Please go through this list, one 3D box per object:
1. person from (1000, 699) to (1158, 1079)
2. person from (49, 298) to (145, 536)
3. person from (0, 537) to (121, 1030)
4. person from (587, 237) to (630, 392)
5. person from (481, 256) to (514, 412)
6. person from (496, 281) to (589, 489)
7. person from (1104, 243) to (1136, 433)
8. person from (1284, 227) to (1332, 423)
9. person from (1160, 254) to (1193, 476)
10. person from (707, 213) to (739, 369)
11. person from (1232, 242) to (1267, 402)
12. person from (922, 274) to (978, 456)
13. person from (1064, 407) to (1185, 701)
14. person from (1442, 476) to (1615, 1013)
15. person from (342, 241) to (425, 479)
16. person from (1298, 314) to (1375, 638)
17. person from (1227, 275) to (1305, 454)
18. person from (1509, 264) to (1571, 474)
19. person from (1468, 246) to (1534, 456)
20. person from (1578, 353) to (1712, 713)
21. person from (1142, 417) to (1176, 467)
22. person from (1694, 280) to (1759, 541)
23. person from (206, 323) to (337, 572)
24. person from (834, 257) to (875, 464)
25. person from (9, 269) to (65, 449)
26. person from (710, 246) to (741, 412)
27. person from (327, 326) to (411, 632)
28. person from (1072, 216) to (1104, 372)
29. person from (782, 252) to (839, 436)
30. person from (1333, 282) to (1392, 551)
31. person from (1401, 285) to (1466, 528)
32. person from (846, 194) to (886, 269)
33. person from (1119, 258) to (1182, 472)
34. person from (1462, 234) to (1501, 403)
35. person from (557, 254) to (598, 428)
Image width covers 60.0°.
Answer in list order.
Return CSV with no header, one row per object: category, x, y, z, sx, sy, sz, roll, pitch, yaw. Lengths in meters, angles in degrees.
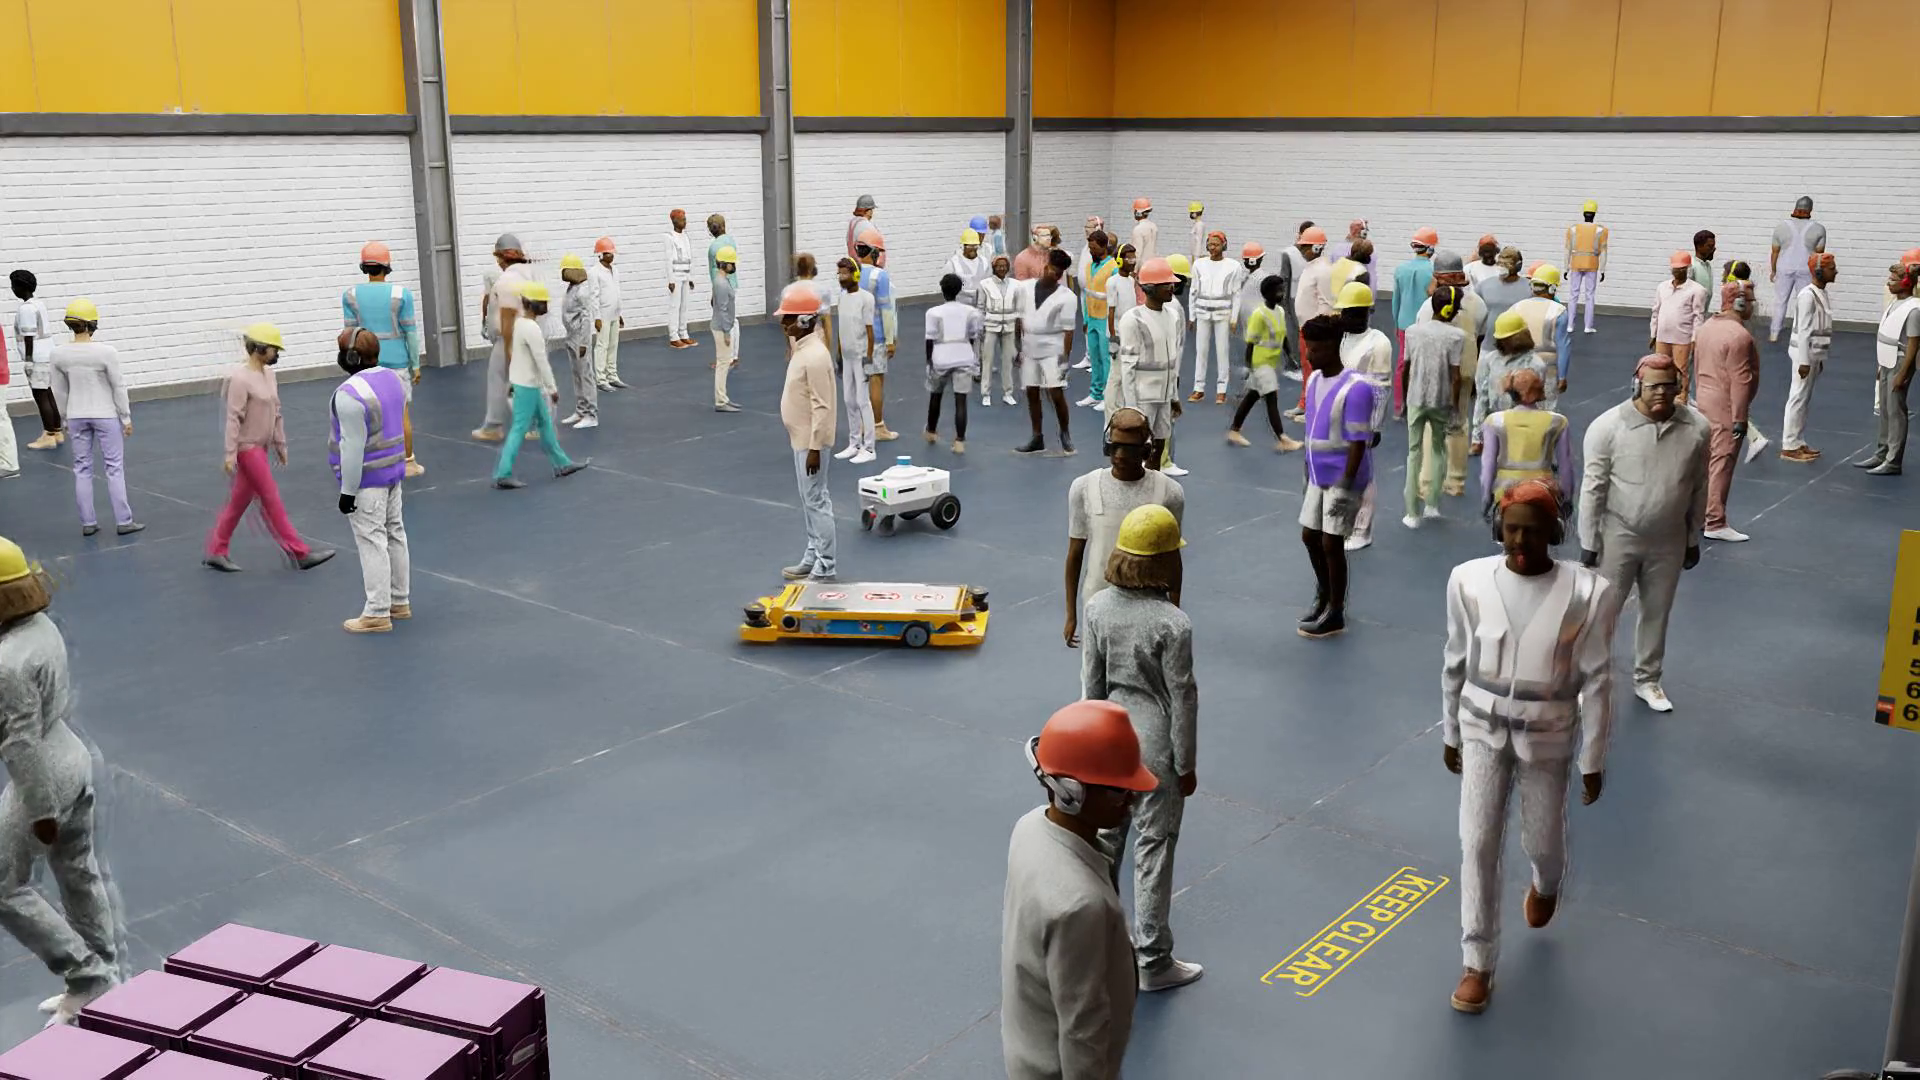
person,0.271,1.210,3.928,0.339,1.748,0.564,-2,14,-8
person,-6.414,-0.901,12.332,0.525,1.769,0.308,-1,14,-2
person,-3.081,0.817,5.548,0.394,1.731,0.499,-3,14,-13
person,-4.041,-2.591,19.108,0.325,1.752,0.563,5,15,18
person,-4.811,-2.290,17.759,0.526,1.832,0.855,-8,16,-29
person,-3.562,-1.311,14.053,0.929,1.723,0.540,-7,16,-26
person,1.615,-1.989,16.468,0.328,1.872,0.509,8,16,28
person,3.594,-2.201,17.059,0.379,1.996,0.608,-1,14,-5
person,1.813,-1.527,14.524,0.391,1.918,0.589,-2,14,-8
person,-2.968,-3.102,20.791,0.373,1.934,0.627,3,14,10
person,3.215,-2.402,18.366,0.330,1.747,0.562,0,14,1
person,-0.096,-1.654,15.557,0.537,1.648,0.890,-3,14,-13
person,0.715,0.322,7.289,0.516,1.842,0.324,1,14,6
person,1.984,0.675,5.847,0.587,1.864,0.780,8,16,30
person,-4.933,-1.528,14.269,0.607,2.048,0.370,-1,14,-4
person,2.191,-0.363,9.863,0.448,1.942,0.638,-5,15,-20
person,2.869,-1.648,15.540,0.860,1.649,0.546,9,16,31
person,5.066,-1.488,14.547,0.404,1.831,0.588,-11,18,-37
person,4.969,-1.714,15.236,0.629,1.937,0.373,6,15,22
person,3.509,-0.021,8.565,0.649,1.896,0.401,0,14,2
person,1.755,-1.393,14.568,0.281,1.633,0.500,-3,14,-10
person,5.648,-0.955,12.265,0.409,1.907,0.640,-1,14,-2
person,-4.778,-0.613,11.317,0.925,1.691,0.580,0,14,0
person,-0.962,-1.627,15.061,0.345,1.857,0.516,-12,18,-39
person,-8.725,-1.710,15.726,0.319,1.688,0.538,-4,15,-16
person,-2.485,-2.235,17.685,0.345,1.758,0.532,-2,14,-9
person,-3.568,-0.366,10.035,0.429,1.846,0.626,2,14,8
person,1.650,-3.039,20.591,0.407,1.908,0.642,-6,15,-23
person,-1.421,-1.855,16.027,0.515,1.818,0.749,3,14,11
person,2.819,-0.886,11.944,0.388,1.927,0.589,-8,16,-29
person,3.571,-1.011,12.629,0.467,1.844,0.543,5,15,21
person,-1.330,-3.925,23.860,0.536,2.000,0.682,-7,16,-26
person,1.451,-1.088,12.509,0.361,2.048,0.611,14,19,43
person,5.808,-2.475,18.469,0.608,1.855,0.852,0,14,1
person,-3.878,-2.010,16.807,0.296,1.745,0.485,-9,16,-31
